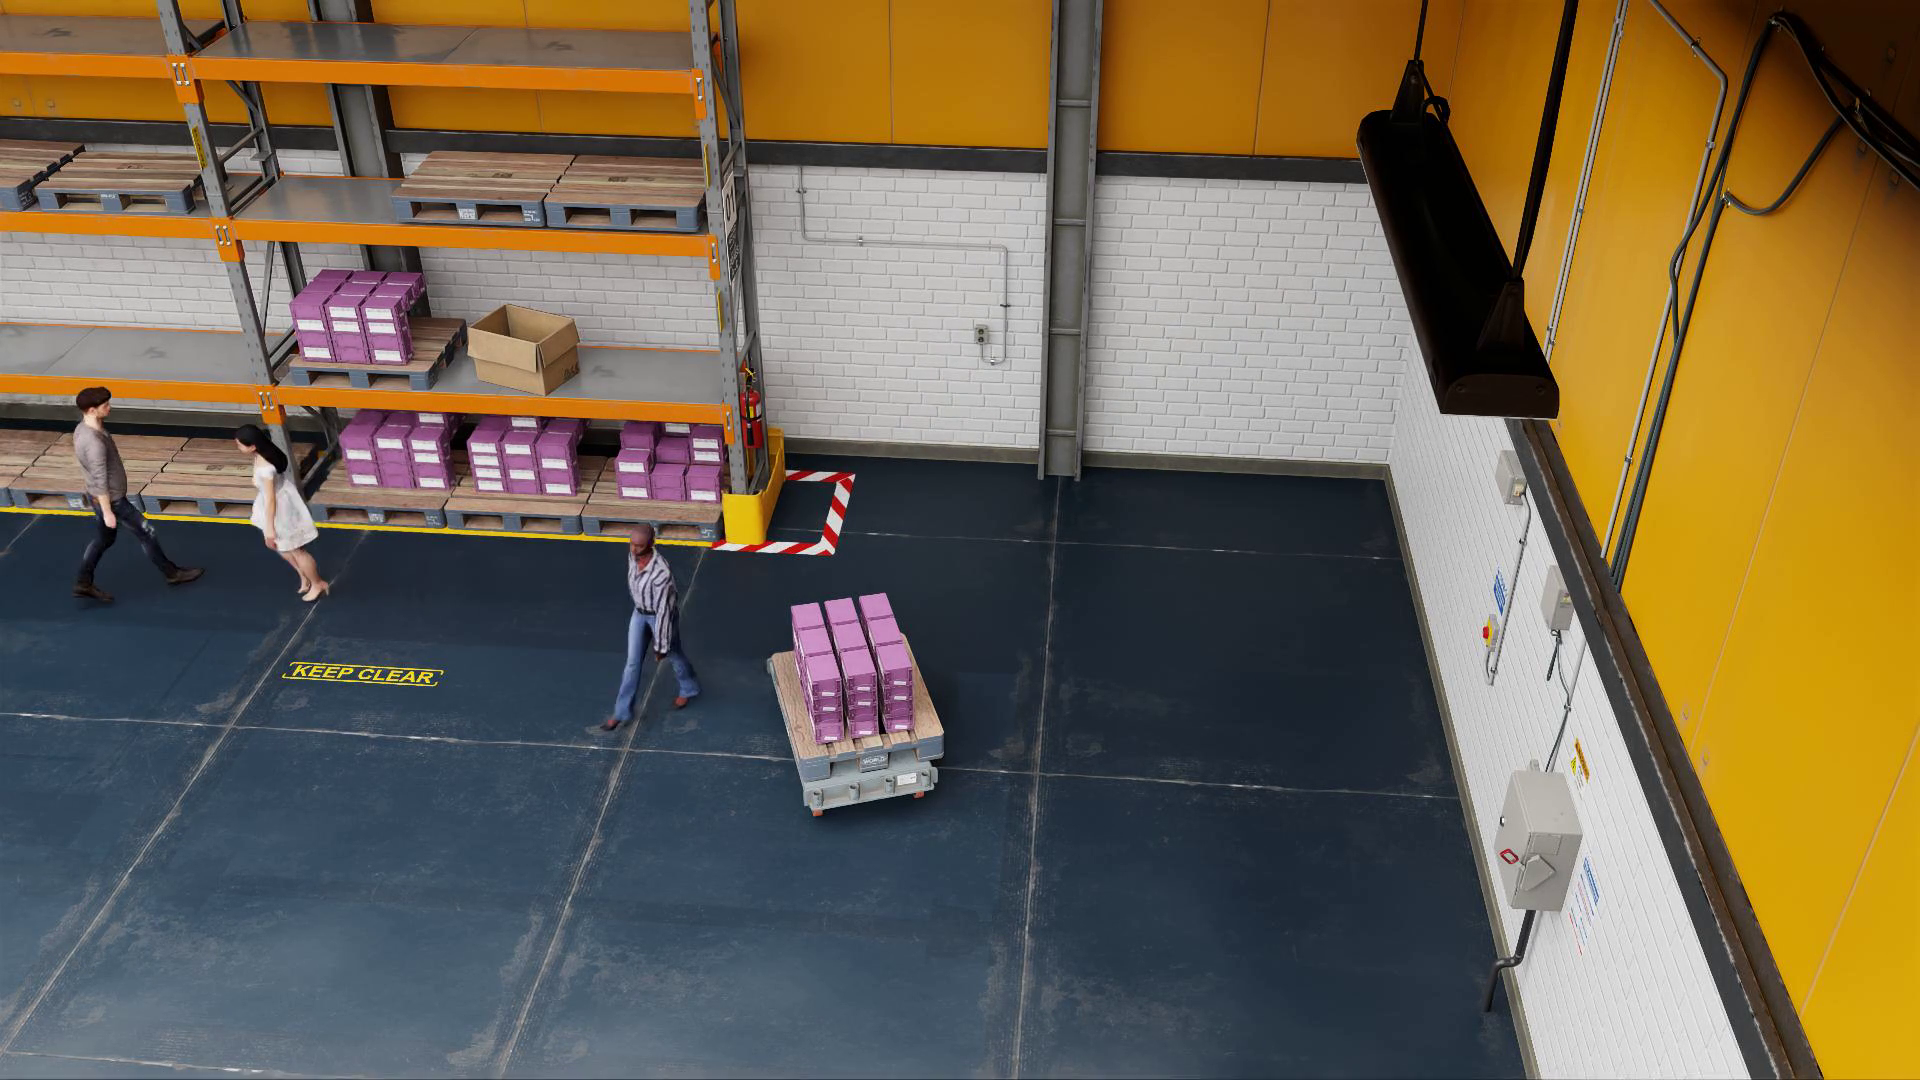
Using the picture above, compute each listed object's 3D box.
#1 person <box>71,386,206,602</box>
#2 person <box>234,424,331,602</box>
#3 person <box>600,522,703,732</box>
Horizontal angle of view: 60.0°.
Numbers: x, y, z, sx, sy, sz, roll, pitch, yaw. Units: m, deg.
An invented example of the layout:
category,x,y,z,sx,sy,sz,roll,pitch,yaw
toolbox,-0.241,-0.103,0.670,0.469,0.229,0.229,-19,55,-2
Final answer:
category,x,y,z,sx,sy,sz,roll,pitch,yaw
person,-6.852,-0.300,13.195,1.345,1.863,1.197,-19,38,-26
person,-5.253,-0.192,13.139,0.862,1.746,0.800,-7,34,-11
person,-2.104,0.573,11.981,1.122,1.754,1.113,-29,43,-36
